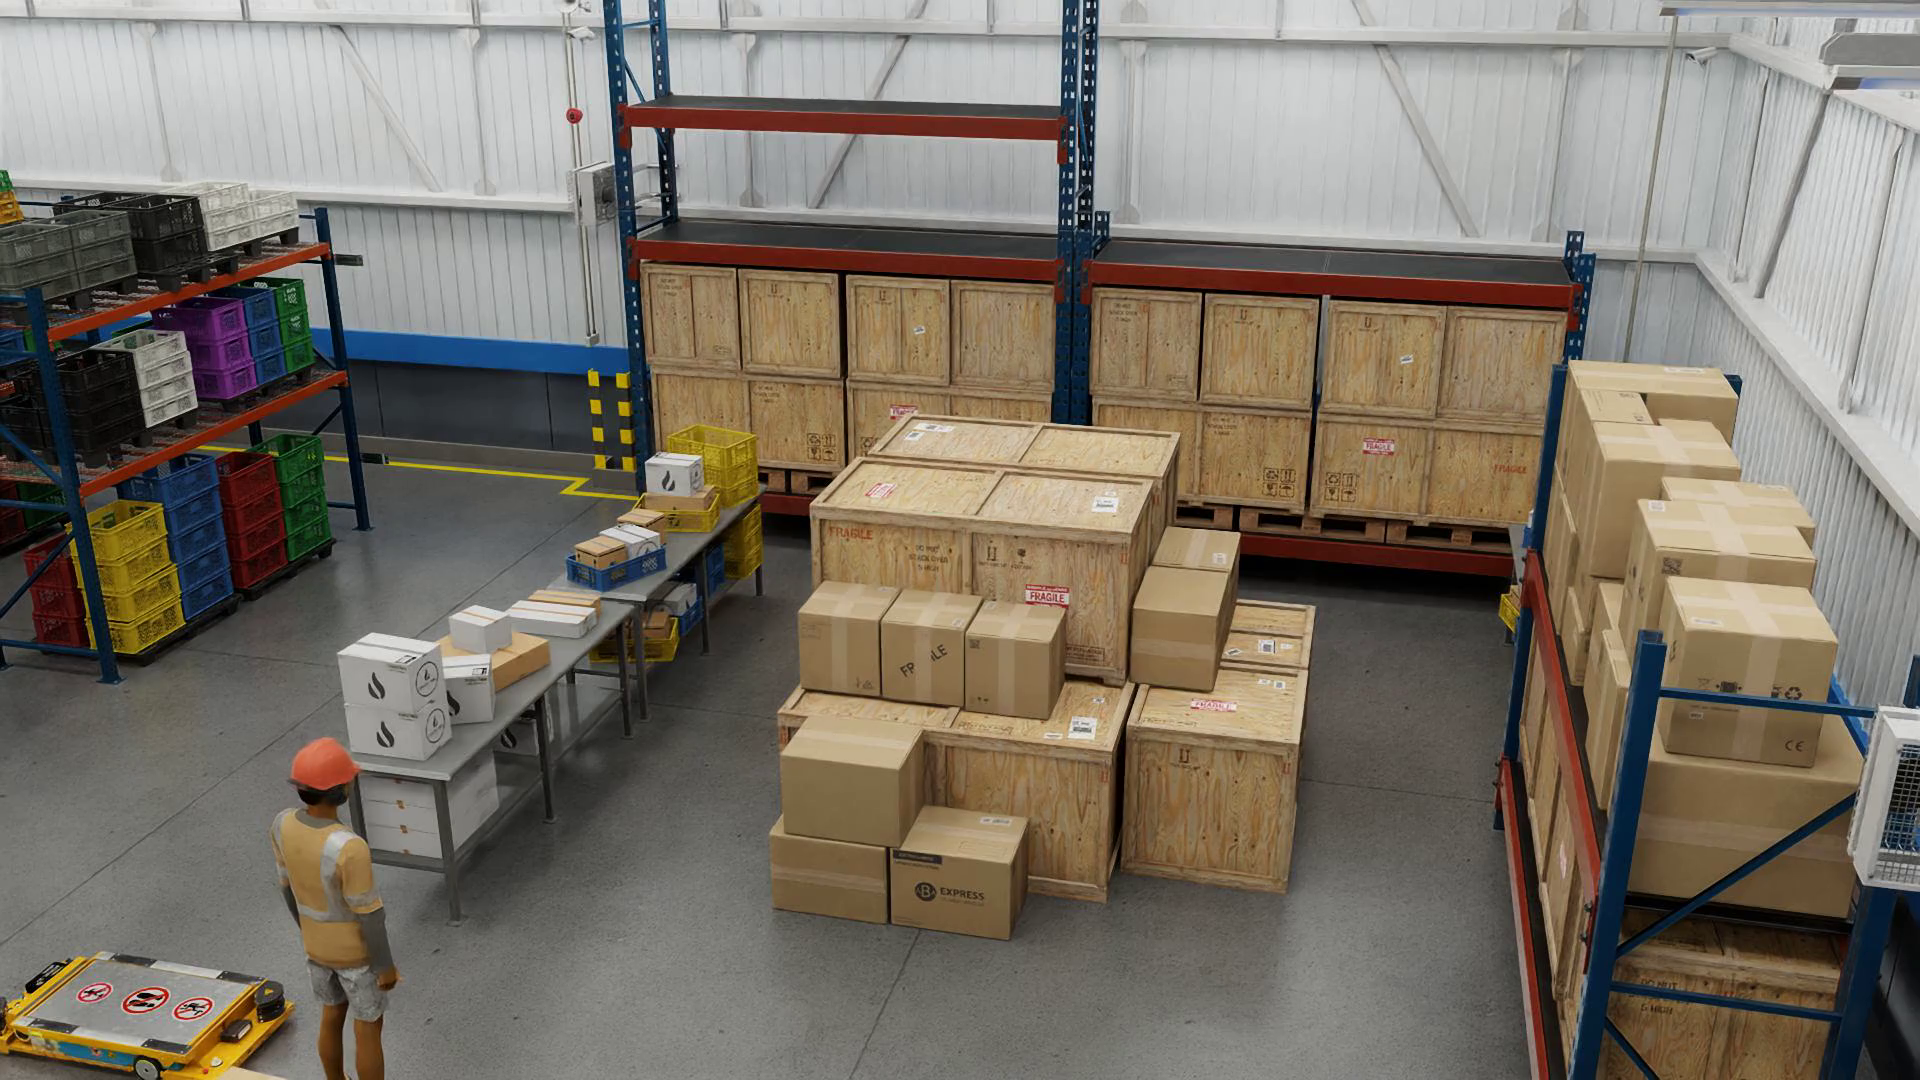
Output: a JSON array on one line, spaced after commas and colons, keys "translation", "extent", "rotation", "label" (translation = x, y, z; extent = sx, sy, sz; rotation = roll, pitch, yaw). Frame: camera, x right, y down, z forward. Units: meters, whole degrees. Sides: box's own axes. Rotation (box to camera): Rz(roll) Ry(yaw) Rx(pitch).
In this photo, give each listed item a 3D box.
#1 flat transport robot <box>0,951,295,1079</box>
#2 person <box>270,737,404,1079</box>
[{"translation": [-4.270, 2.464, 8.601], "extent": [1.431, 0.231, 0.659], "rotation": [5, 22, 13], "label": "flat transport robot"}, {"translation": [-2.841, 1.852, 7.722], "extent": [0.611, 2.041, 0.377], "rotation": [12, 24, 29], "label": "person"}]
